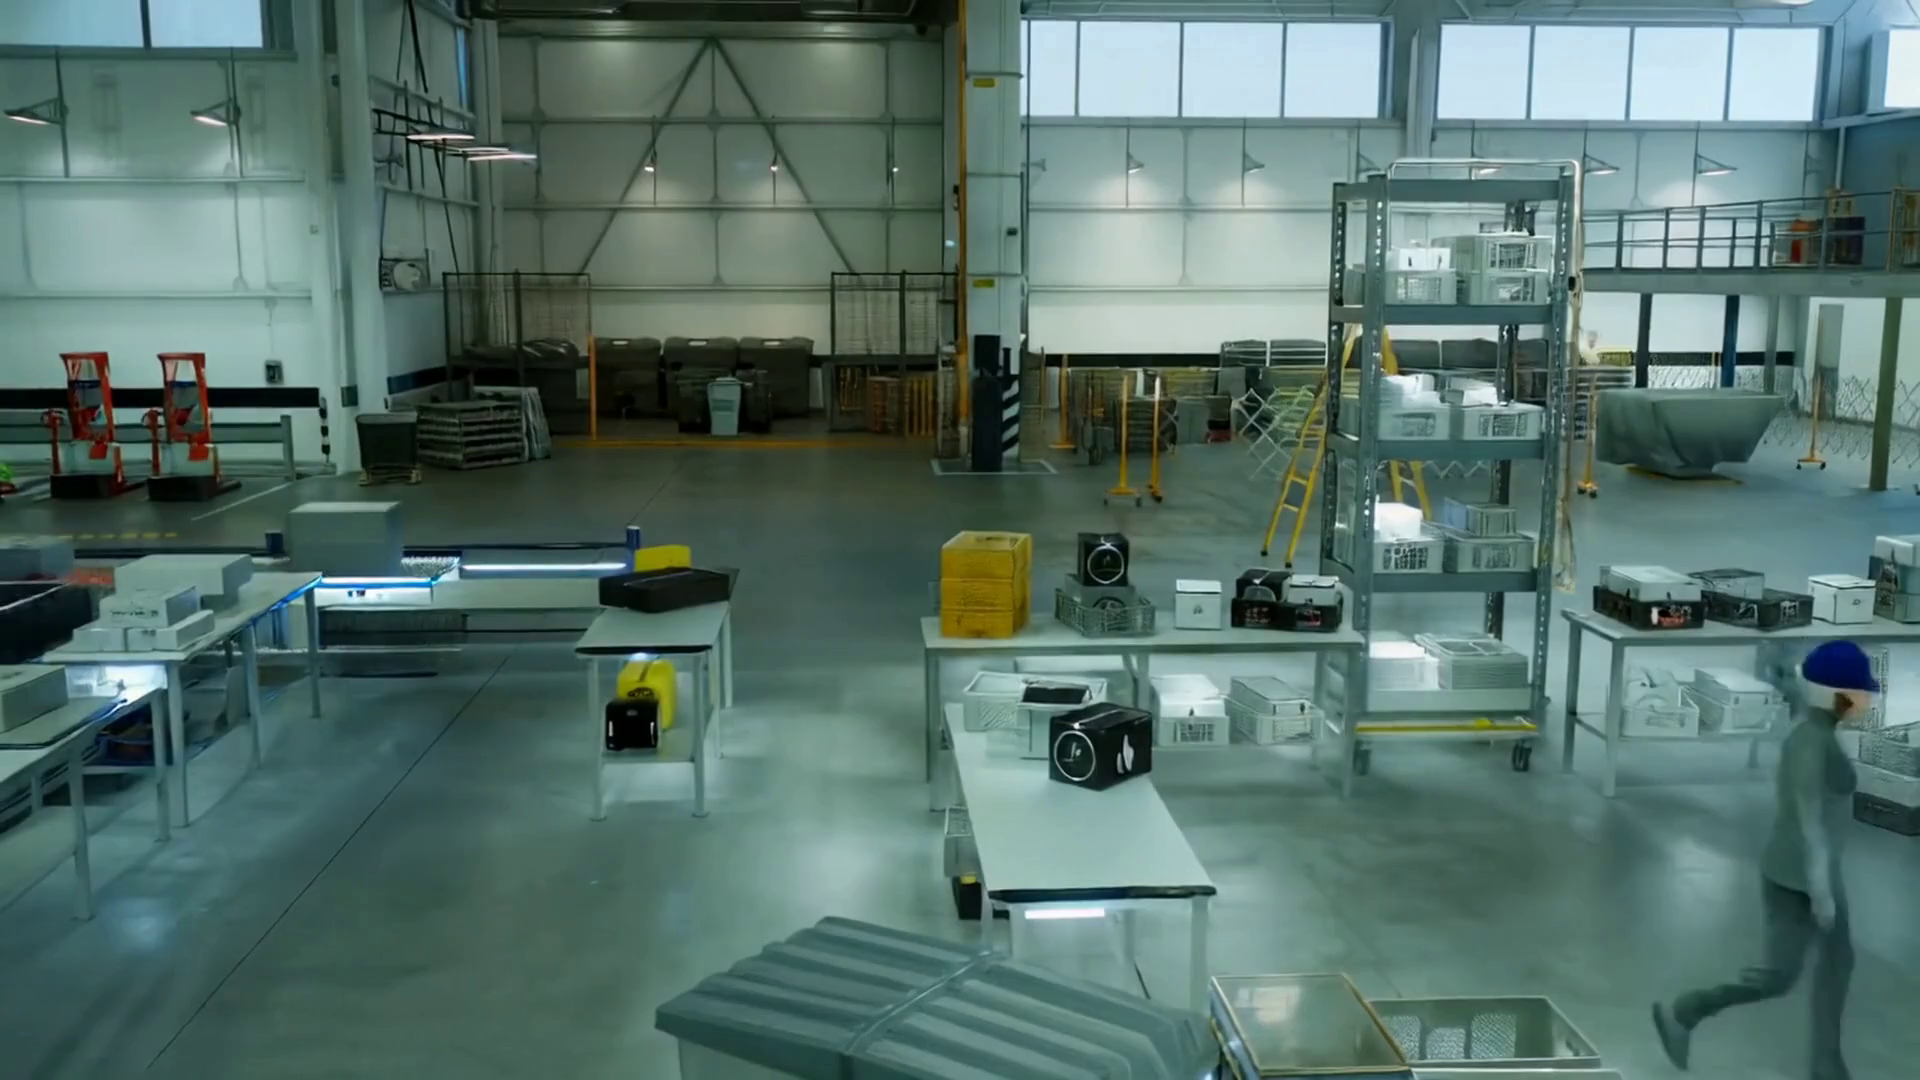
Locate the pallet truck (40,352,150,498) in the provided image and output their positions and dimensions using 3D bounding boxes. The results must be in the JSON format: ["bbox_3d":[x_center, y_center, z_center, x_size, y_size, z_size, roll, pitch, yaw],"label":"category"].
[{"bbox_3d":[-11.907,-1.642,23.165,0.823,1.965,1.885,0,9,0],"label":"pallet truck"}]

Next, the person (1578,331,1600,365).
[{"bbox_3d":[13.081,-3.429,34.802,0.625,1.872,1.006,-4,10,-25],"label":"person"}]

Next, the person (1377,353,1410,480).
[{"bbox_3d":[6.412,-1.815,24.604,0.575,1.883,0.356,0,9,-2],"label":"person"}]

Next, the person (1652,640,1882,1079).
[{"bbox_3d":[3.015,1.205,6.093,0.724,1.740,0.523,7,12,39],"label":"person"}]

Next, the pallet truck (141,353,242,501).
[{"bbox_3d":[-10.520,-1.604,22.925,0.823,1.965,1.885,-1,9,-6],"label":"pallet truck"}]

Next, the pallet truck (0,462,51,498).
[{"bbox_3d":[-13.193,-1.293,23.148,0.653,1.274,1.630,-1,9,-4],"label":"pallet truck"}]
